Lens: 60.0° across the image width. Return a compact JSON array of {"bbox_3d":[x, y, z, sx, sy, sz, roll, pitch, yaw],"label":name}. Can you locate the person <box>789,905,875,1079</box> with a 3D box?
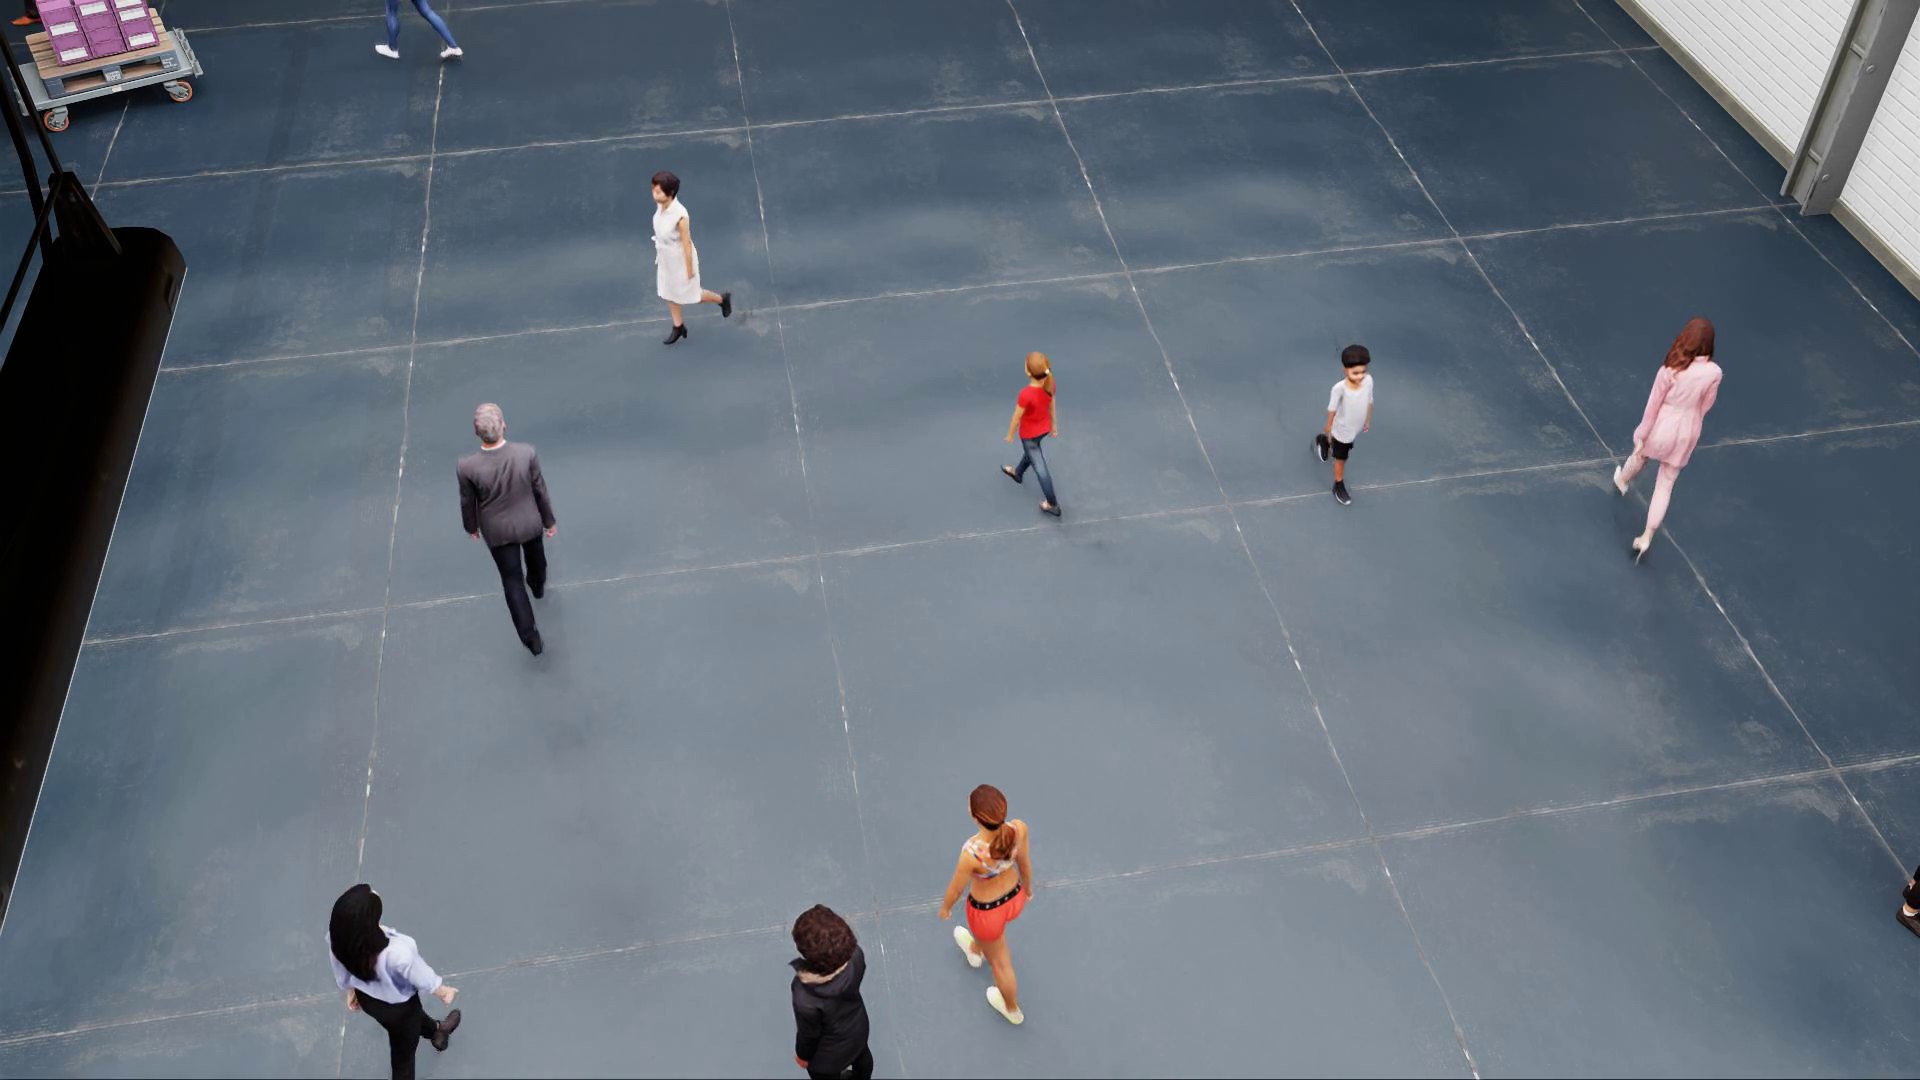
[{"bbox_3d":[-0.608,2.353,8.054,0.789,1.781,0.730,27,50,25],"label":"person"}]

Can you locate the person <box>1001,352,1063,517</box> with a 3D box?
[{"bbox_3d":[0.569,-0.720,11.643,0.783,1.280,0.954,-30,51,-28],"label":"person"}]

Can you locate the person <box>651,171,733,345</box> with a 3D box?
[{"bbox_3d":[-2.145,-2.227,13.037,0.851,1.539,0.884,-27,50,-26],"label":"person"}]

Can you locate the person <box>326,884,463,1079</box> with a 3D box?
[{"bbox_3d":[-2.828,2.339,8.114,0.945,1.719,1.063,15,46,15],"label":"person"}]

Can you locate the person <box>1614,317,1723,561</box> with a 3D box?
[{"bbox_3d":[4.786,-0.631,11.207,0.854,1.752,1.192,6,44,6],"label":"person"}]

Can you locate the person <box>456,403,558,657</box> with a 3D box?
[{"bbox_3d":[-2.838,-0.057,10.570,0.886,1.800,1.241,-15,46,-15],"label":"person"}]

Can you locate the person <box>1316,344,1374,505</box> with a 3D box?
[{"bbox_3d":[2.740,-0.891,11.851,0.579,1.241,0.858,-14,45,-14],"label":"person"}]

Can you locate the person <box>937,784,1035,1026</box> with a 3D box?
[{"bbox_3d":[0.229,1.929,8.507,0.864,1.769,1.006,-28,50,-26],"label":"person"}]

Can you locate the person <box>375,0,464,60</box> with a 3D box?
[{"bbox_3d":[-5.381,-5.478,16.347,1.032,1.681,1.156,13,45,13],"label":"person"}]
